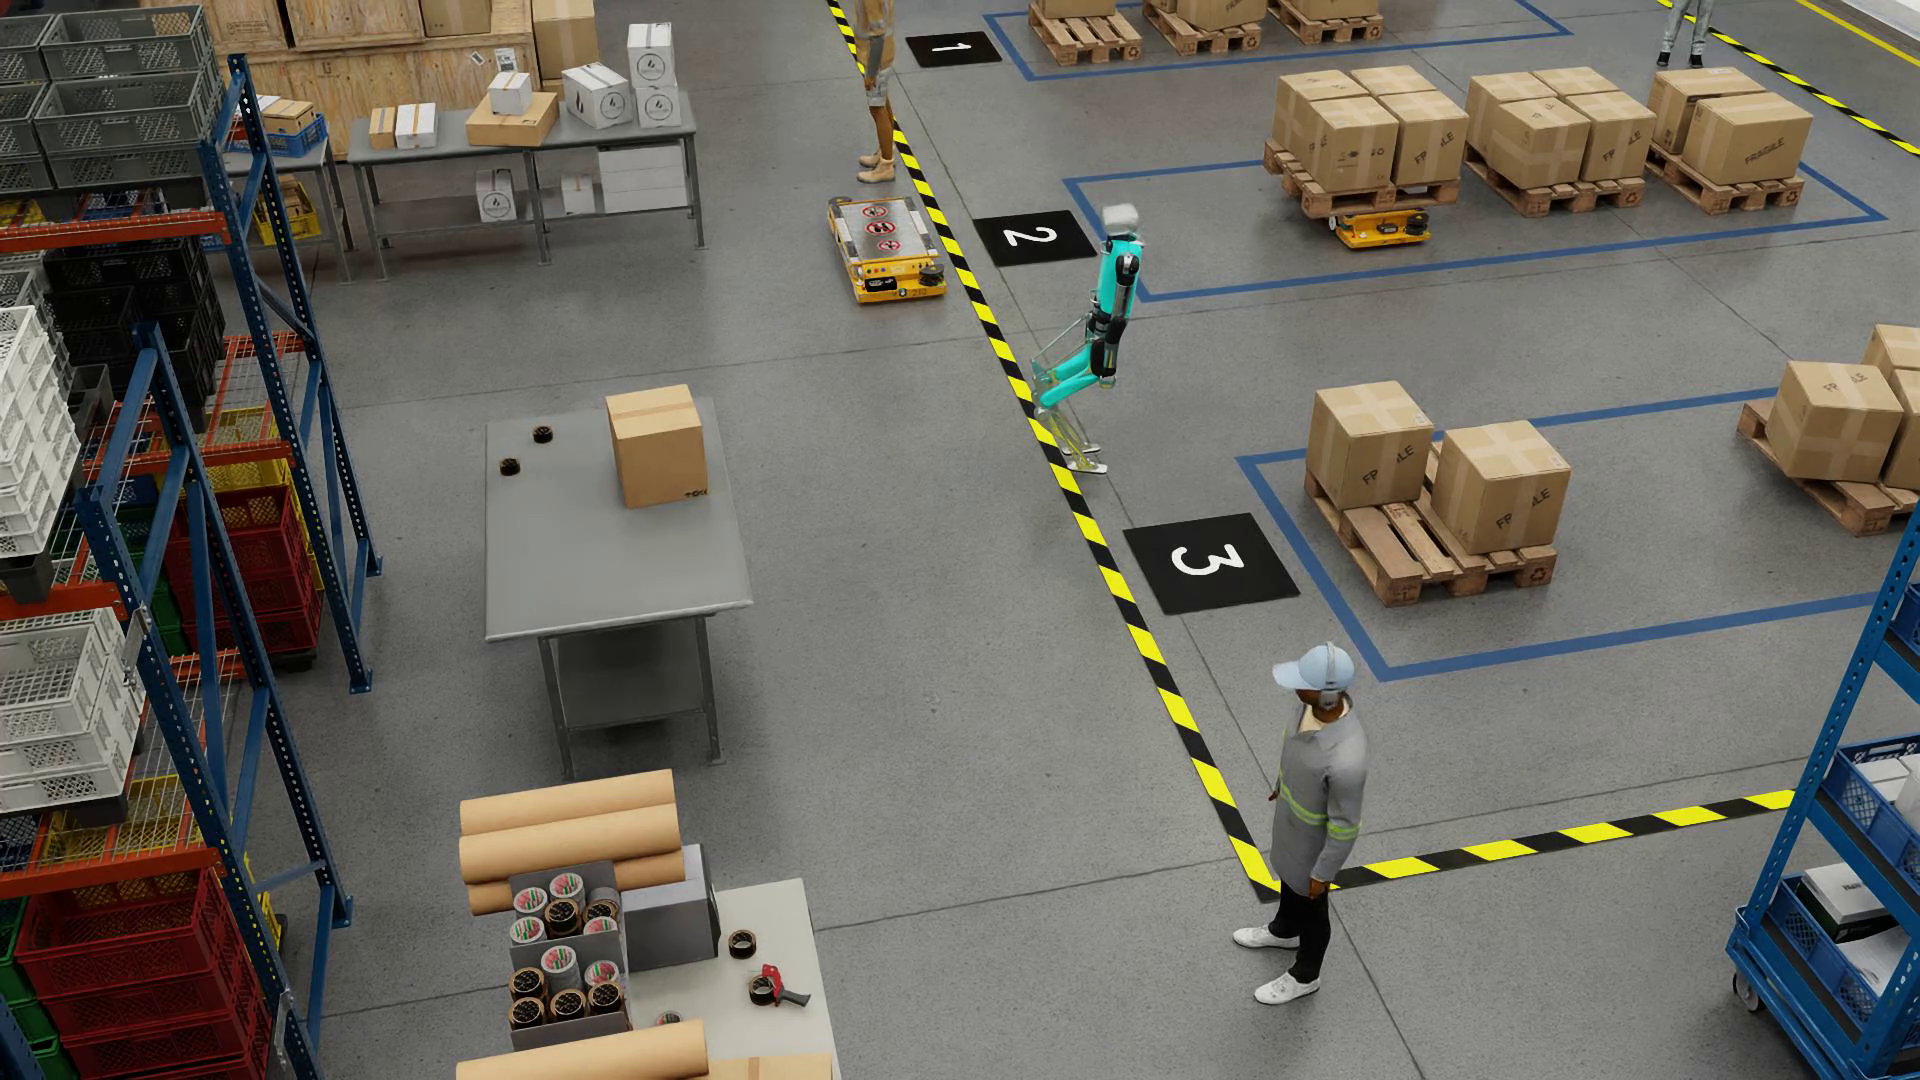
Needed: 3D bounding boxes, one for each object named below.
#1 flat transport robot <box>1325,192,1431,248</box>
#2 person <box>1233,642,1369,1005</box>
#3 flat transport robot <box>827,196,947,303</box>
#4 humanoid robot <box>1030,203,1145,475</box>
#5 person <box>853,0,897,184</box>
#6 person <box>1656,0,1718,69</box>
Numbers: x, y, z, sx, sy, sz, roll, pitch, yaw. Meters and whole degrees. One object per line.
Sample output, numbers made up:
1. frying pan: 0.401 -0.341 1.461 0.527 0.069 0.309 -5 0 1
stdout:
1. flat transport robot: 3.134 -2.740 13.213 0.652 0.197 1.431 -8 37 -10
2. person: 1.370 1.141 6.694 0.385 1.850 0.598 -4 37 -6
3. flat transport robot: -0.570 -2.220 12.538 0.659 0.231 1.431 -8 37 -10
4. humanoid robot: 0.677 -1.169 9.779 0.735 1.681 0.533 -1 37 -1
5. person: -0.713 -3.844 13.245 0.401 2.029 0.610 2 37 3
6. person: 6.875 -5.282 15.338 0.591 1.837 0.404 9 38 12
